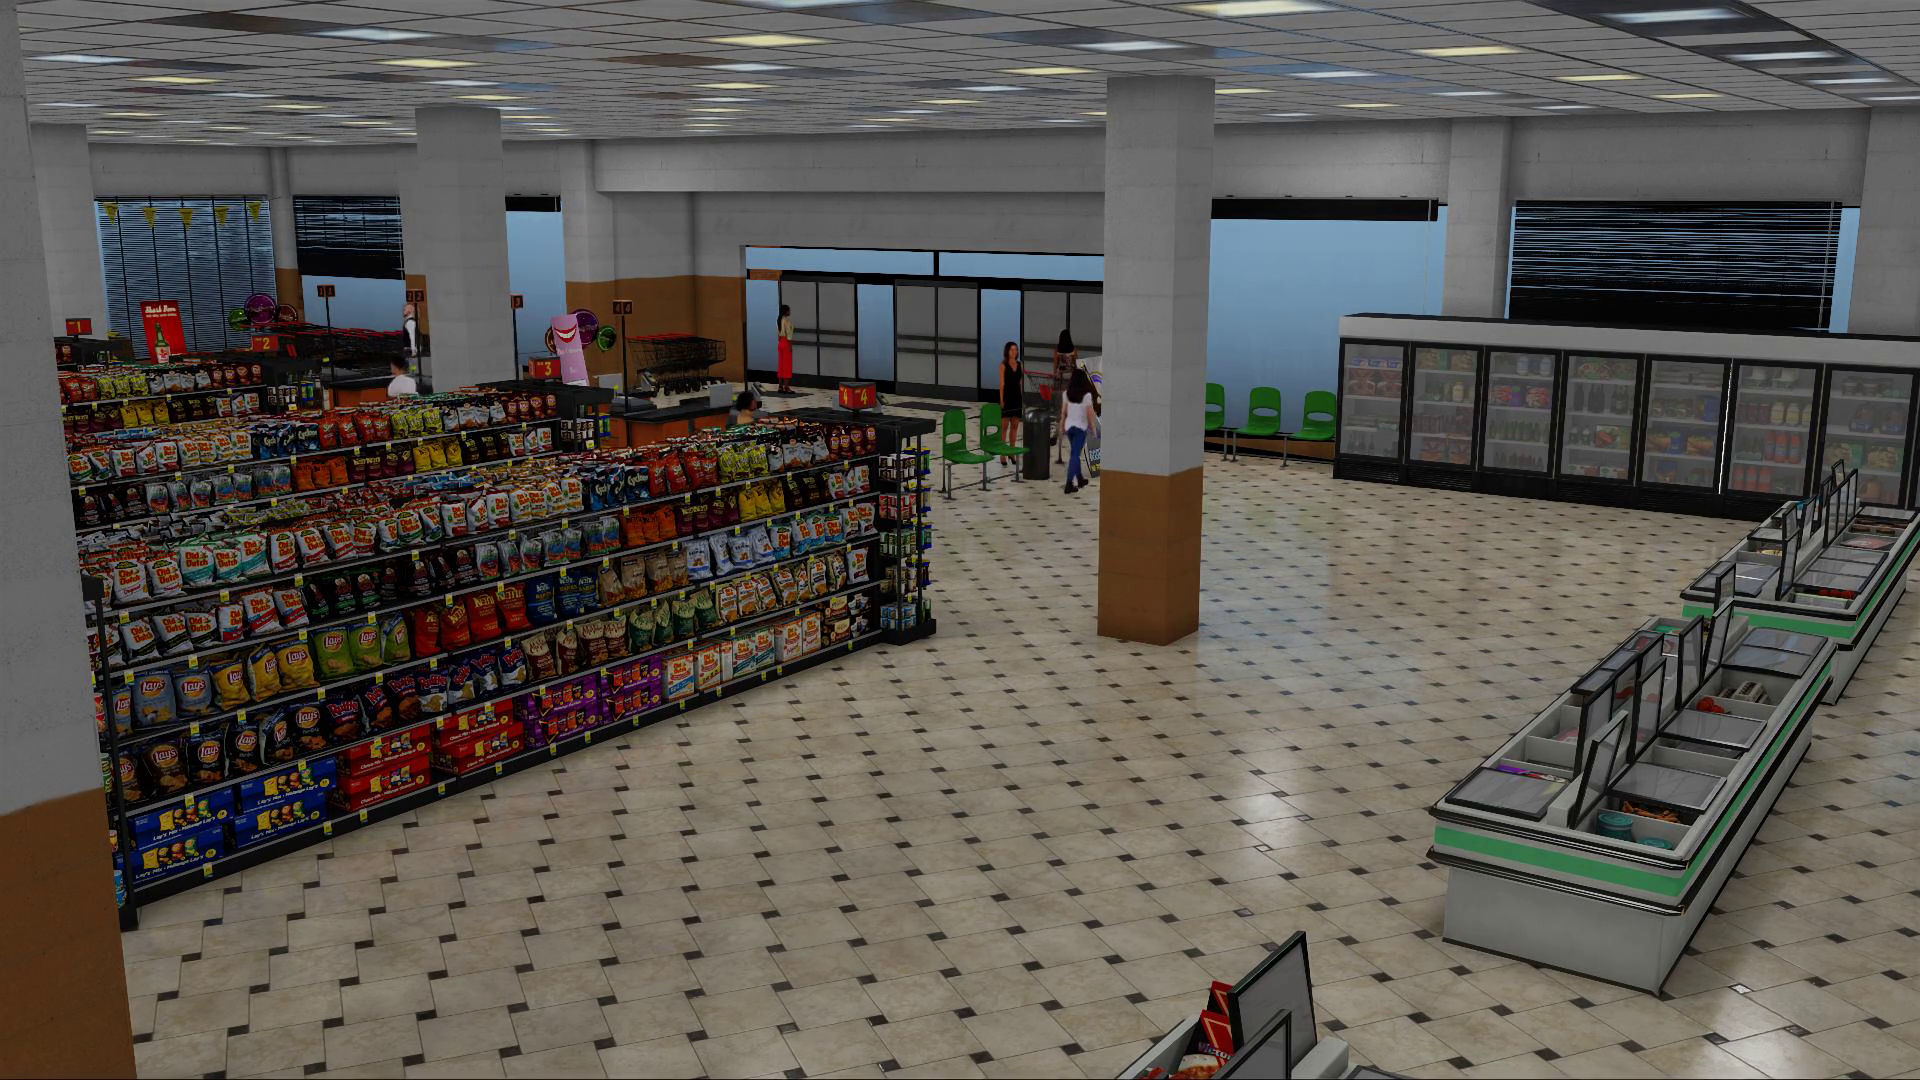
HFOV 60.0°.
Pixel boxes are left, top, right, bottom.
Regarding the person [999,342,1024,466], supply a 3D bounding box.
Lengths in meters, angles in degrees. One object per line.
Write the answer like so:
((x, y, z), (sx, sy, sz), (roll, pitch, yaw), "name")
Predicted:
((0.756, -2.024, 24.697), (0.586, 1.834, 0.714), (-8, 14, -32), "person")

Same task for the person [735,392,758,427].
((-2.630, -0.941, 20.089), (1.109, 1.613, 0.907), (-6, 13, -26), "person")

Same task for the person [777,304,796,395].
((-3.506, -3.822, 33.337), (0.627, 1.792, 0.657), (-9, 15, -38), "person")

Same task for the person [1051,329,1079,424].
((1.854, -2.888, 29.258), (0.723, 1.645, 0.741), (0, 12, -1), "person")

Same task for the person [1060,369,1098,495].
((1.506, -1.419, 22.248), (0.669, 1.660, 0.913), (10, 16, 40), "person")

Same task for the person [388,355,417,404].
((-7.431, -1.567, 22.473), (0.783, 1.856, 0.704), (5, 13, 21), "person")
